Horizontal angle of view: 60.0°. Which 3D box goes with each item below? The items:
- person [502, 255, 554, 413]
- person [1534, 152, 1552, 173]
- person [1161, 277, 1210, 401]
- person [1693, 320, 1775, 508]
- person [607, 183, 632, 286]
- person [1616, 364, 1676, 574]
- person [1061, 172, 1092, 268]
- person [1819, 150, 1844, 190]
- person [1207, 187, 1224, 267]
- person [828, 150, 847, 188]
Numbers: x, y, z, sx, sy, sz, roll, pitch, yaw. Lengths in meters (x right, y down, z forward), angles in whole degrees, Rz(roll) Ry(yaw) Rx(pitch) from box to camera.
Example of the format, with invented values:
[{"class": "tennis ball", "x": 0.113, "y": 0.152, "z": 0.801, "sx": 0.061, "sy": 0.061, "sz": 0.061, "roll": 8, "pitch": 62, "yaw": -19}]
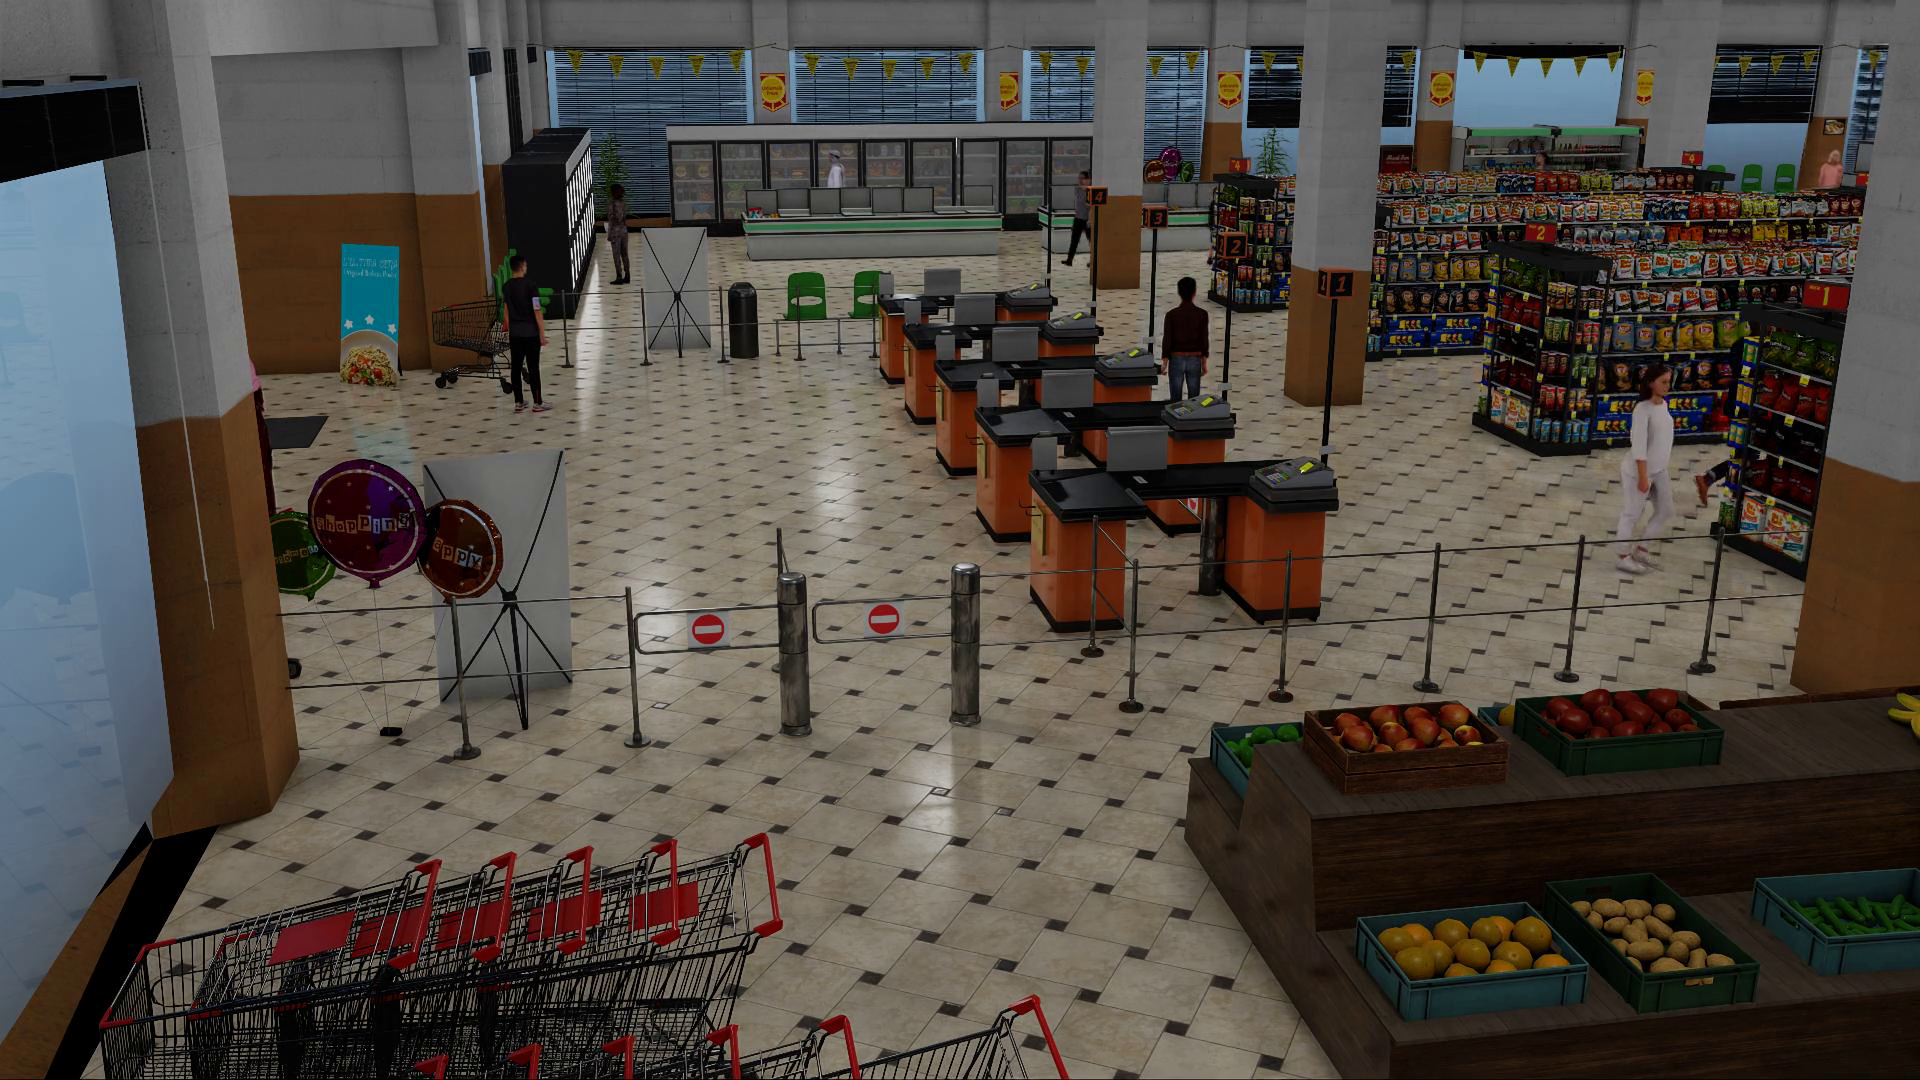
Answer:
[{"class": "person", "x": -4.944, "y": -2.339, "z": 18.835, "sx": 0.667, "sy": 1.764, "sz": 0.784, "roll": 6, "pitch": 18, "yaw": 20}, {"class": "person", "x": 12.815, "y": -7.658, "z": 36.520, "sx": 0.713, "sy": 1.666, "sz": 0.684, "roll": -6, "pitch": 18, "yaw": -20}, {"class": "person", "x": 2.311, "y": -1.793, "z": 17.014, "sx": 0.487, "sy": 1.777, "sz": 0.727, "roll": -1, "pitch": 17, "yaw": -3}, {"class": "person", "x": 6.909, "y": -1.125, "z": 14.777, "sx": 0.998, "sy": 1.799, "sz": 0.726, "roll": -2, "pitch": 17, "yaw": -7}, {"class": "person", "x": -5.848, "y": -5.243, "z": 28.486, "sx": 0.741, "sy": 1.714, "sz": 0.683, "roll": 11, "pitch": 20, "yaw": 32}, {"class": "person", "x": 5.346, "y": -0.568, "z": 13.149, "sx": 0.701, "sy": 1.679, "sz": 0.793, "roll": -14, "pitch": 22, "yaw": -38}, {"class": "person", "x": 2.339, "y": -5.851, "z": 30.481, "sx": 1.063, "sy": 1.717, "sz": 1.171, "roll": 13, "pitch": 21, "yaw": 37}, {"class": "person", "x": 19.066, "y": -7.686, "z": 36.533, "sx": 0.914, "sy": 1.712, "sz": 0.912, "roll": 6, "pitch": 18, "yaw": 20}, {"class": "person", "x": 4.671, "y": -5.786, "z": 30.748, "sx": 0.576, "sy": 1.438, "sz": 0.572, "roll": -1, "pitch": 17, "yaw": -2}, {"class": "person", "x": -2.488, "y": -6.858, "z": 33.438, "sx": 0.677, "sy": 1.926, "sz": 0.727, "roll": -1, "pitch": 17, "yaw": -2}]
